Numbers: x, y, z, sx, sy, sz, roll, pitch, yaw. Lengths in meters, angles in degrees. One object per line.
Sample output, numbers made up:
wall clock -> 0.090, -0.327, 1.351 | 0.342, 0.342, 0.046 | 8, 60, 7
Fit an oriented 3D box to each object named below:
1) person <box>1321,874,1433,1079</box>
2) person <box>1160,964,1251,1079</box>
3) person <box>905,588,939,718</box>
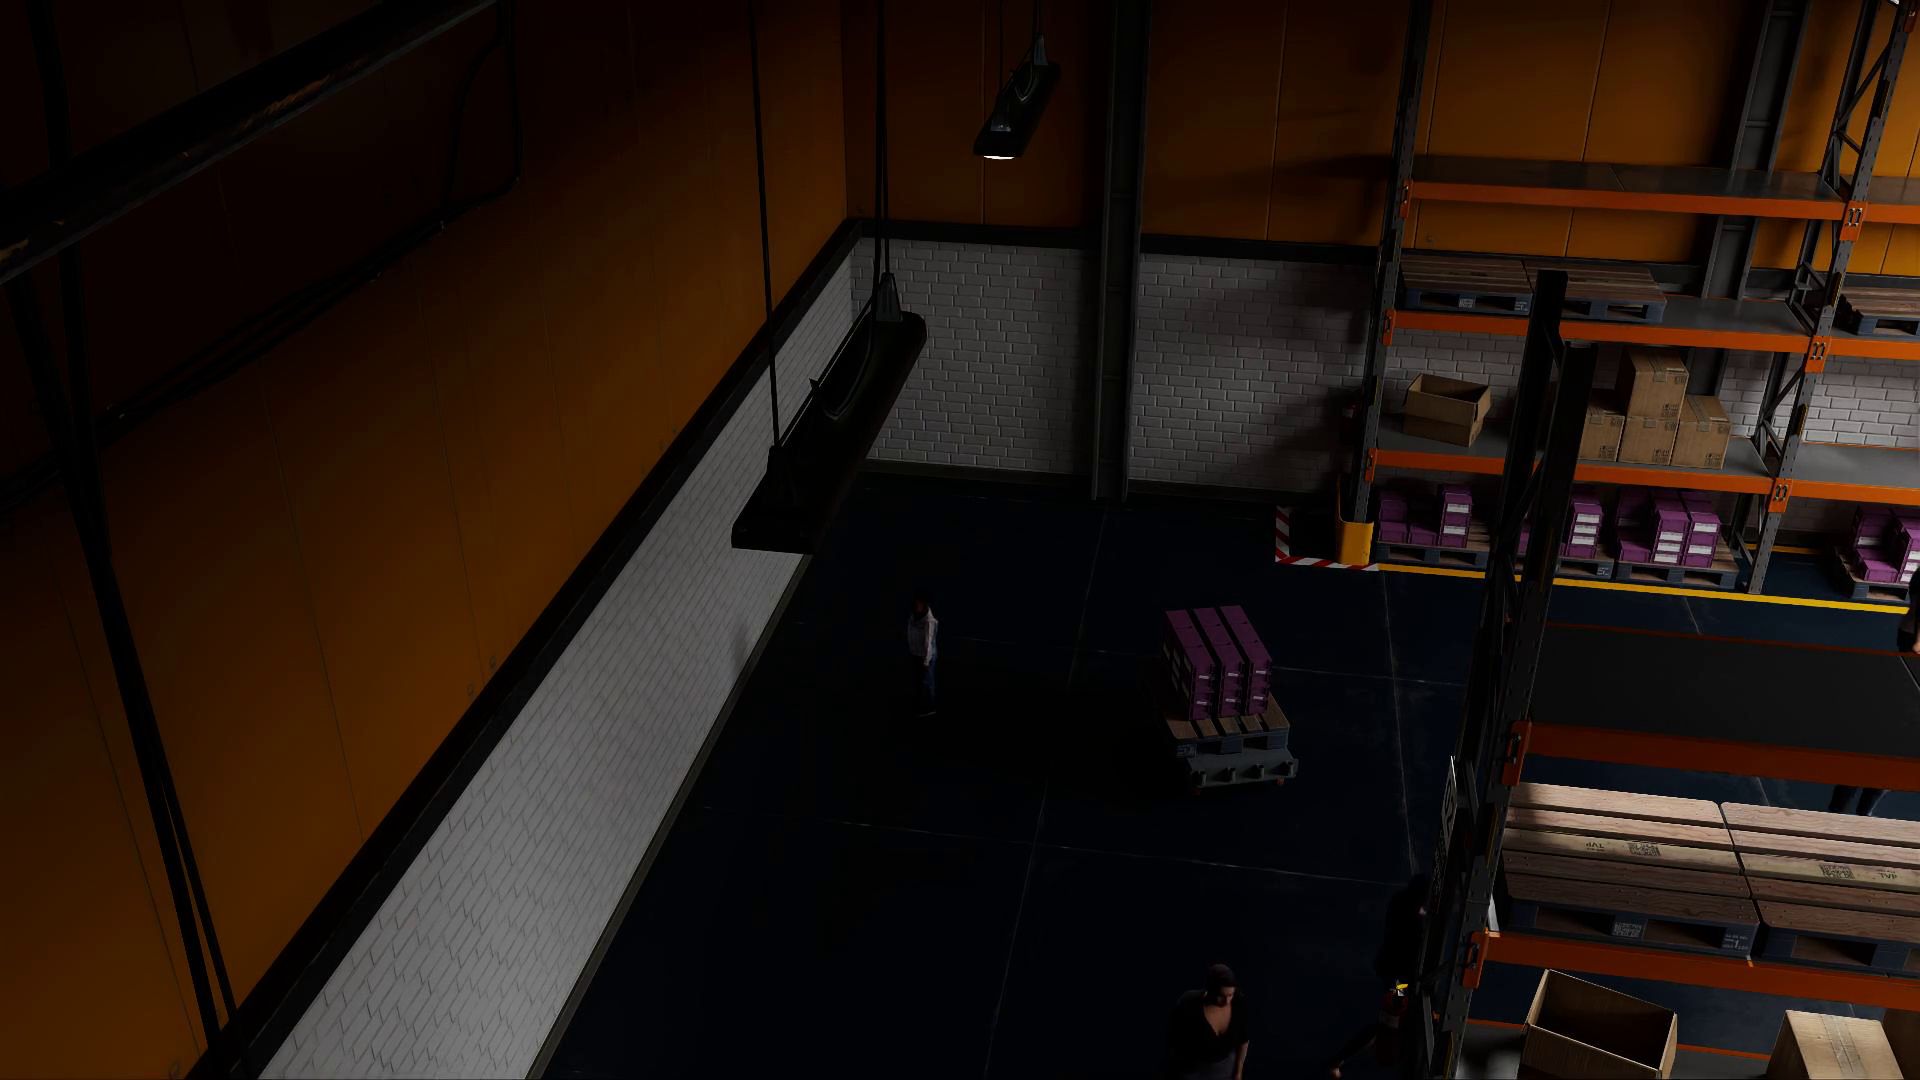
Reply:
person -> 2.797, 2.894, 10.901 | 1.182, 1.722, 0.909 | -8, 30, -14
person -> 1.474, 3.187, 10.350 | 0.850, 1.737, 0.888 | -6, 29, -11
person -> -0.329, 0.977, 14.899 | 0.606, 1.260, 0.556 | -12, 31, -22
